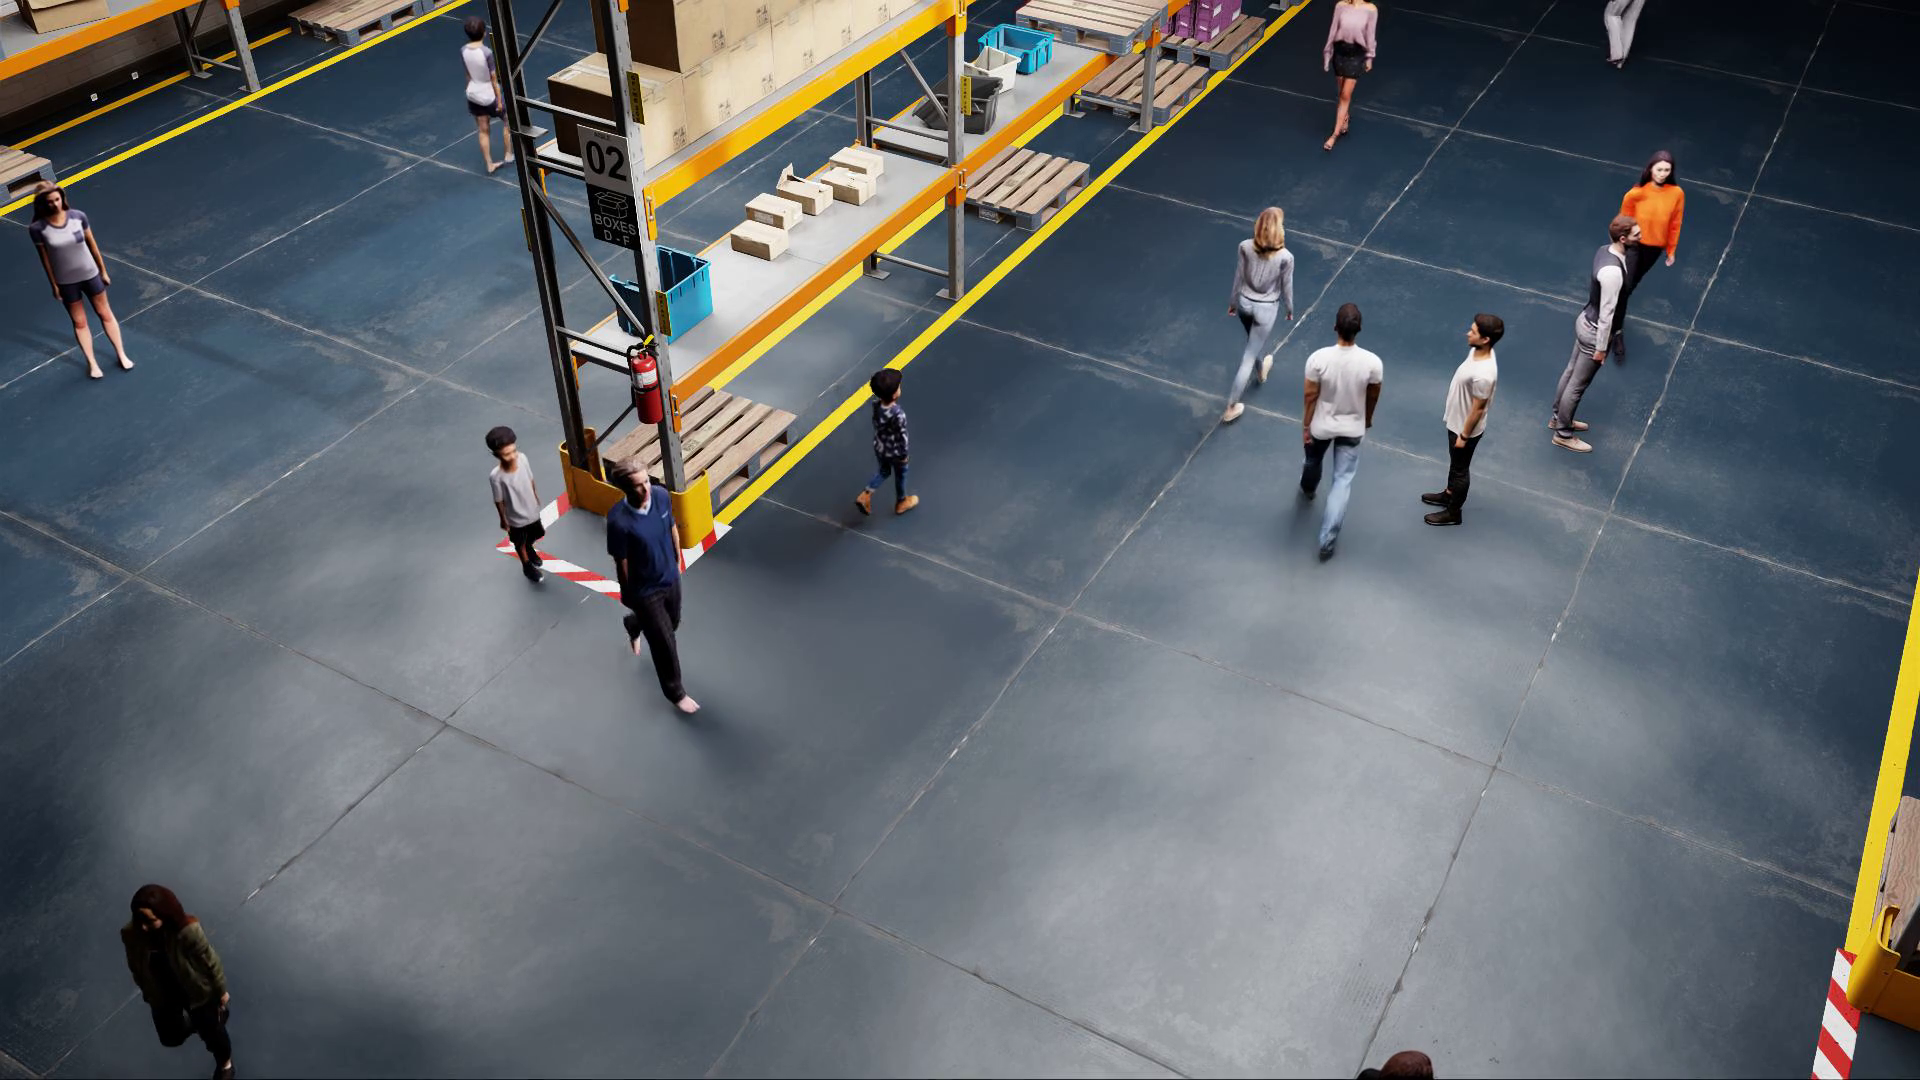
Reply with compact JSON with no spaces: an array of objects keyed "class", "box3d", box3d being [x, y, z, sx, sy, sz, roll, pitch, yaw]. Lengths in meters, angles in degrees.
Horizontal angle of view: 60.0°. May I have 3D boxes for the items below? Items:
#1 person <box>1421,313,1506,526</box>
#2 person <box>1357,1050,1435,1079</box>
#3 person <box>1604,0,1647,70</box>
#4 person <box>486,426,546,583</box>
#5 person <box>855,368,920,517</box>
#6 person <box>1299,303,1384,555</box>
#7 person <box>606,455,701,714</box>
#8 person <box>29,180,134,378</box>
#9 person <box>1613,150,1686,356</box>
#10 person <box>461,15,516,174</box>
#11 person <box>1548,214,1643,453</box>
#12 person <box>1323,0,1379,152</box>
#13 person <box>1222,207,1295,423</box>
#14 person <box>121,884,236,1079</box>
[{"class":"person","box3d":[3.633,-0.871,11.905,0.750,1.722,0.595,6,39,8]},{"class":"person","box3d":[1.839,2.797,7.326,0.671,1.705,0.659,-18,42,-21]},{"class":"person","box3d":[7.465,-6.040,18.347,0.749,1.760,0.797,-4,39,-5]},{"class":"person","box3d":[-3.103,-0.277,11.538,0.610,1.252,0.535,30,47,32]},{"class":"person","box3d":[-0.545,-0.676,12.047,0.806,1.239,0.632,-29,47,-31]},{"class":"person","box3d":[2.648,-0.743,11.671,0.906,1.813,1.261,9,40,11]},{"class":"person","box3d":[-1.990,0.230,10.427,0.851,1.846,1.042,29,47,31]},{"class":"person","box3d":[-7.157,-2.131,13.478,0.621,1.728,0.733,-23,44,-26]},{"class":"person","box3d":[5.688,-2.474,13.927,0.959,1.703,1.205,2,39,3]},{"class":"person","box3d":[-4.723,-4.357,16.411,0.615,1.547,0.669,14,41,17]},{"class":"person","box3d":[4.830,-1.601,12.645,0.785,1.938,0.602,8,39,10]},{"class":"person","box3d":[3.962,-4.885,16.900,0.659,1.761,1.103,18,42,21]},{"class":"person","box3d":[2.272,-1.710,12.929,0.672,1.756,1.118,23,44,26]},{"class":"person","box3d":[-3.844,2.182,8.283,0.752,1.470,0.818,0,39,1]}]
